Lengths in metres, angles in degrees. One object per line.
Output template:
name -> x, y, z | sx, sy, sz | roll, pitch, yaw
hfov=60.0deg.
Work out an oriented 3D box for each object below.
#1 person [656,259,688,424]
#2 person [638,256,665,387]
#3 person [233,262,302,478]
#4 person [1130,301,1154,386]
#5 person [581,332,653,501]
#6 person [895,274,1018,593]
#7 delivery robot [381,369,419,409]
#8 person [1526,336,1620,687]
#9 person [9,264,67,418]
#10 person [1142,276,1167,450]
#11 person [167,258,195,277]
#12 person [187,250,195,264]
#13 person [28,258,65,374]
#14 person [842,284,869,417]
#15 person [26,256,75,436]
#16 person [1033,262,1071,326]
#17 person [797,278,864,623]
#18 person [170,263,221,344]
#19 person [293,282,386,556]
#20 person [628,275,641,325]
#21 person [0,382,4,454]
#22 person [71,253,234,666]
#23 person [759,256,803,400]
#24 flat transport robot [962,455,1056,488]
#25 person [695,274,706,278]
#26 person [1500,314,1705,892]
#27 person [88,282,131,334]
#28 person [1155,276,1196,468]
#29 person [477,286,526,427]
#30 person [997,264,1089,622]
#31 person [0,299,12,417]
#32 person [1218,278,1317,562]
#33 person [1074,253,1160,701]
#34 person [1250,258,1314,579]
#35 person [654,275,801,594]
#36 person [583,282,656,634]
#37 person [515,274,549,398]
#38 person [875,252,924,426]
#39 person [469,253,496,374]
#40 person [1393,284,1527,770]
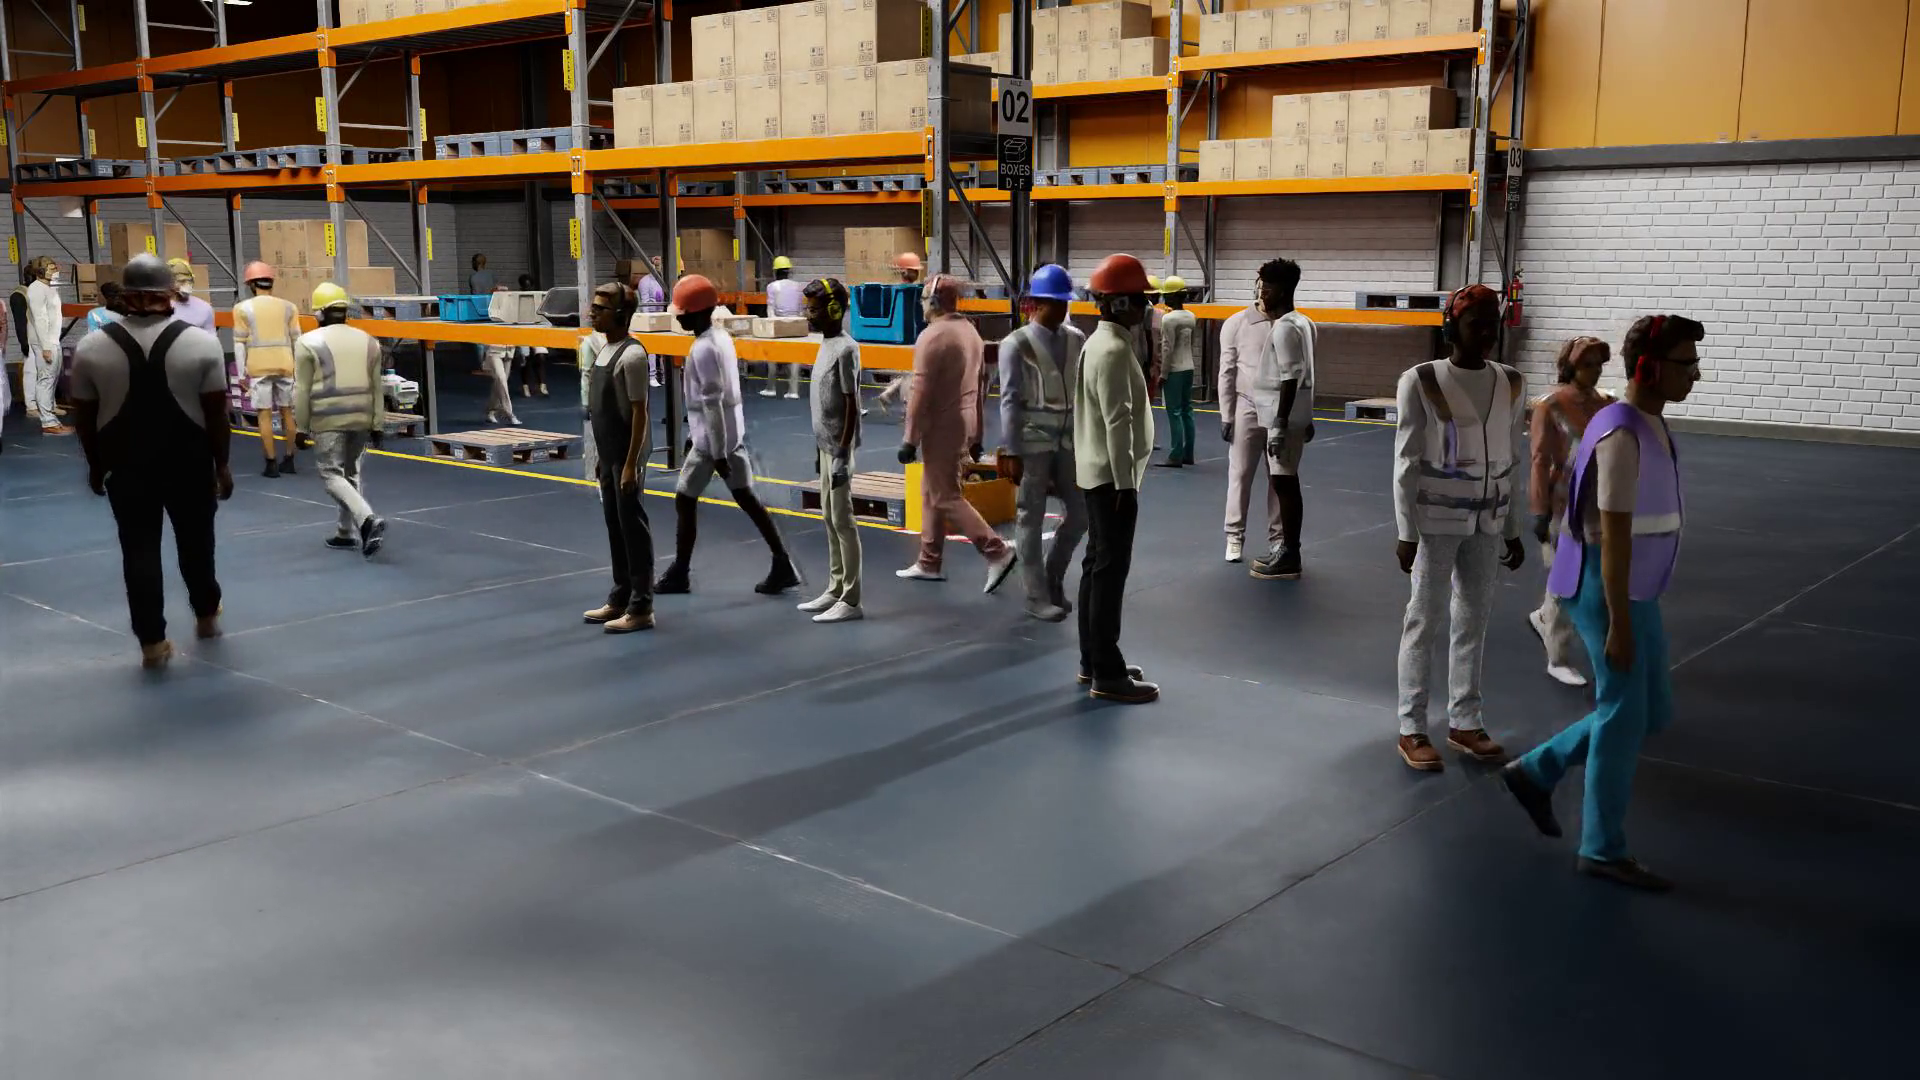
person -> -3.258, -2.292, 19.123 | 0.542, 1.939, 0.363 | -8, 13, -39
person -> -4.389, -3.197, 24.368 | 0.410, 1.909, 0.643 | 7, 12, 36
person -> -6.131, -1.502, 14.780 | 0.558, 1.910, 0.615 | -6, 12, -33
person -> 1.546, -1.619, 15.482 | 0.533, 1.871, 0.320 | -2, 10, -9
person -> -2.684, -1.062, 13.033 | 0.434, 1.623, 0.518 | 9, 13, 42
person -> -0.018, -0.634, 9.864 | 0.836, 1.878, 0.640 | 4, 11, 22
delivery robot -> -6.878, -1.822, 20.114 | 0.707, 0.478, 0.477 | 8, 12, 37
person -> 2.850, -0.145, 7.788 | 0.532, 1.624, 0.422 | -5, 11, -24
person -> -11.046, -2.381, 19.942 | 0.430, 1.836, 0.630 | 2, 10, 9
person -> 1.838, -1.734, 16.484 | 0.532, 1.739, 0.449 | -7, 12, -35
person -> -8.313, -2.031, 17.705 | 0.391, 1.916, 0.641 | -6, 12, -32
person -> -10.866, -3.083, 23.417 | 0.821, 2.014, 0.624 | 7, 12, 35
person -> -12.893, -3.032, 23.501 | 0.445, 1.876, 0.624 | 3, 10, 14
person -> -1.344, -2.242, 19.813 | 0.513, 1.580, 0.830 | -5, 11, -28
person -> -9.882, -2.100, 18.031 | 0.378, 1.940, 0.628 | -4, 11, -19
person -> 1.091, -2.098, 18.235 | 0.709, 1.879, 0.608 | 6, 12, 31
person -> -0.698, -0.482, 9.032 | 0.329, 1.865, 0.511 | -3, 10, -18
person -> -6.520, -1.380, 14.054 | 0.959, 1.888, 0.634 | 6, 12, 31
person -> -4.019, -0.782, 10.911 | 0.731, 1.805, 0.586 | 7, 12, 34
person -> -4.972, -3.320, 25.910 | 0.657, 1.605, 0.362 | 6, 12, 33
person -> -6.086, -0.627, 9.974 | 0.645, 1.812, 0.770 | -3, 10, -17
person -> -4.013, -0.450, 8.345 | 0.702, 2.000, 0.984 | -3, 11, -19
person -> -2.429, -2.849, 22.383 | 0.623, 1.897, 0.812 | -8, 13, -40
flat transport robot -> 0.534, -0.578, 14.105 | 1.431, 0.197, 0.652 | 4, 11, 20
person -> -4.074, -3.316, 25.854 | 0.288, 1.629, 0.500 | 6, 11, 29
person -> 2.063, 0.193, 5.314 | 0.491, 1.826, 0.563 | 7, 12, 33
person -> -9.148, -1.966, 18.060 | 0.570, 1.649, 0.588 | -5, 11, -25
person -> 1.988, -1.554, 15.416 | 0.330, 1.765, 0.533 | 7, 12, 36
person -> -5.272, -2.103, 19.027 | 0.782, 1.596, 0.517 | 7, 12, 36
person -> 0.475, -0.511, 8.989 | 0.646, 1.932, 0.444 | -7, 12, -36
person -> -11.656, -2.348, 19.932 | 0.522, 1.768, 0.311 | 2, 10, 12
person -> 1.987, -0.801, 10.734 | 0.643, 1.905, 0.400 | 0, 10, -2
person -> 0.701, -0.282, 7.508 | 0.375, 1.997, 0.609 | -1, 10, -5
person -> 1.978, -0.740, 10.211 | 0.365, 1.962, 0.614 | 3, 10, 16
person -> -1.377, -0.585, 9.598 | 0.962, 1.876, 0.570 | 2, 10, 11
person -> -1.807, -0.433, 8.801 | 0.345, 1.847, 0.508 | -6, 12, -32
person -> -5.771, -2.721, 22.337 | 0.549, 1.664, 0.786 | -4, 11, -21
person -> -0.665, -2.269, 18.879 | 0.592, 1.975, 0.636 | 3, 10, 18
person -> -7.672, -3.625, 26.712 | 0.361, 1.938, 0.635 | 2, 10, 14
person -> 1.953, -0.047, 6.502 | 0.576, 1.882, 0.355 | -4, 11, -20
